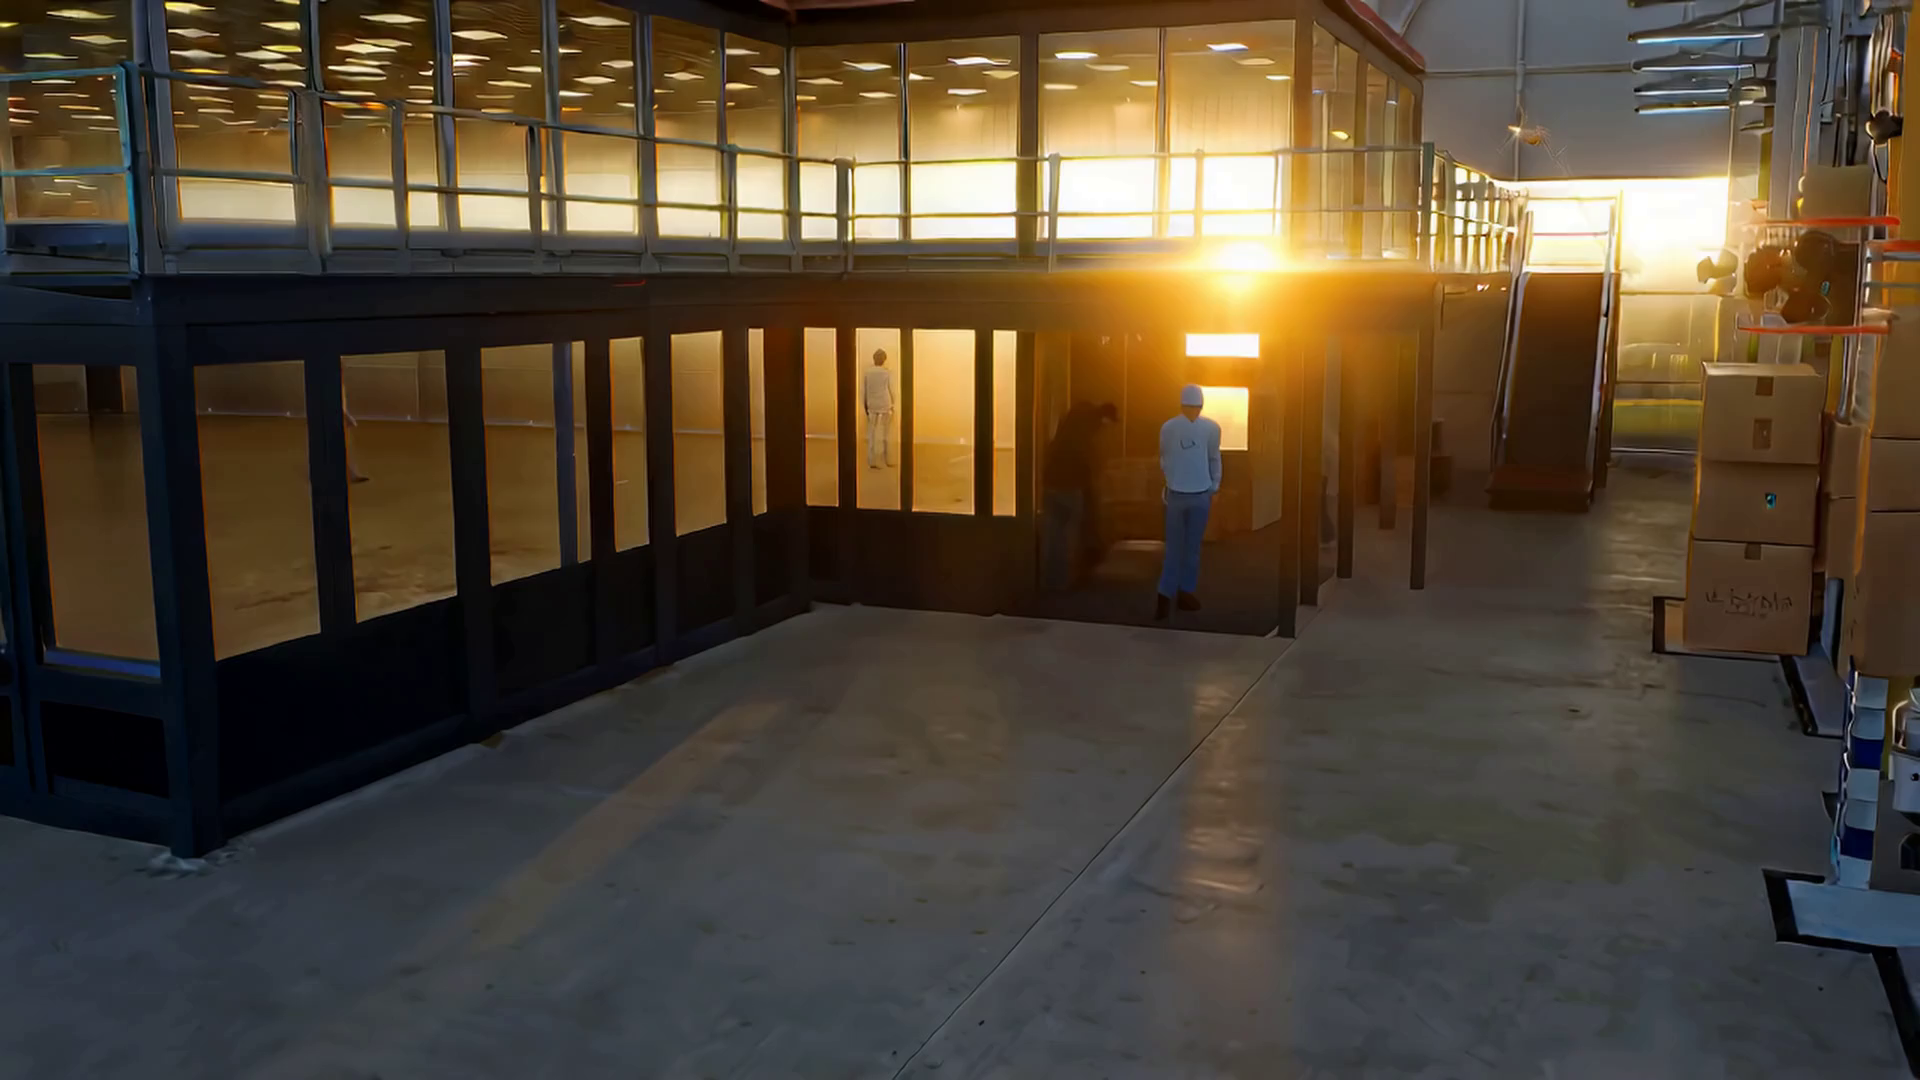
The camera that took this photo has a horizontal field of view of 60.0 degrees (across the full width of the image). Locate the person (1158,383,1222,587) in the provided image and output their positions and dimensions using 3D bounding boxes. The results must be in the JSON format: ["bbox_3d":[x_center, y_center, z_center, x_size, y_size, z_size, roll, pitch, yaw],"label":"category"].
[{"bbox_3d":[2.220,-0.526,16.073,0.613,1.986,0.405,1,9,9],"label":"person"}]
